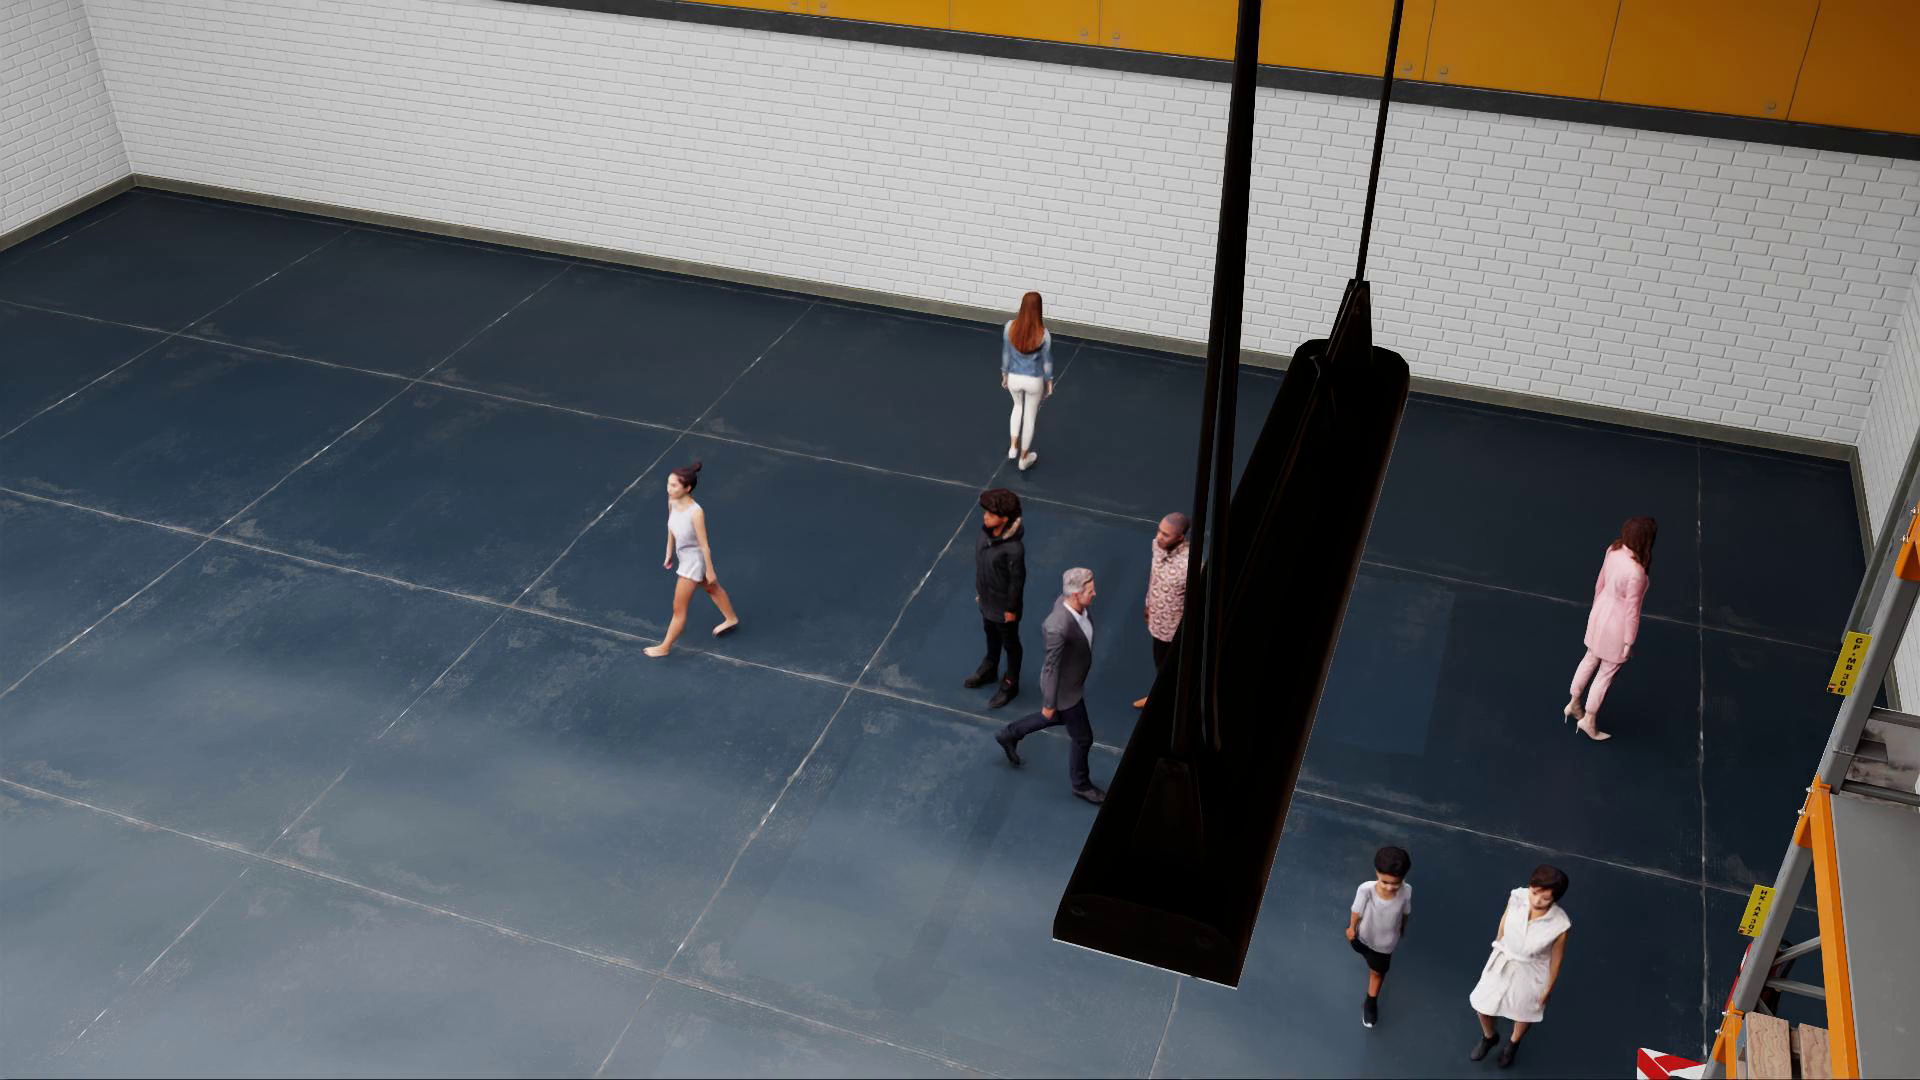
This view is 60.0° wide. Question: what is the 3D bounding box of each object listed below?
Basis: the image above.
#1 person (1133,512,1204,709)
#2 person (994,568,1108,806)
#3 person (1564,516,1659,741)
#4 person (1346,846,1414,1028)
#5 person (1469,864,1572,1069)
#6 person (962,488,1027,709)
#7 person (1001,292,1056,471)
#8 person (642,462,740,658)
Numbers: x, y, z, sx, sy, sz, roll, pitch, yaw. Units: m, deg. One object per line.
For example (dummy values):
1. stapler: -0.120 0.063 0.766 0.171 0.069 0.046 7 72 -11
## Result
1. person: 1.519 0.557 11.715 0.841 1.797 0.795 -16 37 -23
2. person: 0.633 0.943 11.136 0.809 1.795 1.067 11 35 16
3. person: 4.551 0.606 11.638 0.755 1.801 0.632 -6 34 -8
4. person: 2.445 2.211 9.738 0.586 1.232 0.884 4 34 6
5. person: 3.168 2.342 9.263 0.730 1.540 0.672 -29 43 -36
6. person: 0.294 0.388 11.986 0.765 1.778 0.727 -20 39 -27
7. person: 0.547 -1.363 14.698 0.651 1.692 0.606 14 36 20
8. person: -1.952 0.132 12.572 1.128 1.558 0.976 -20 39 -28
